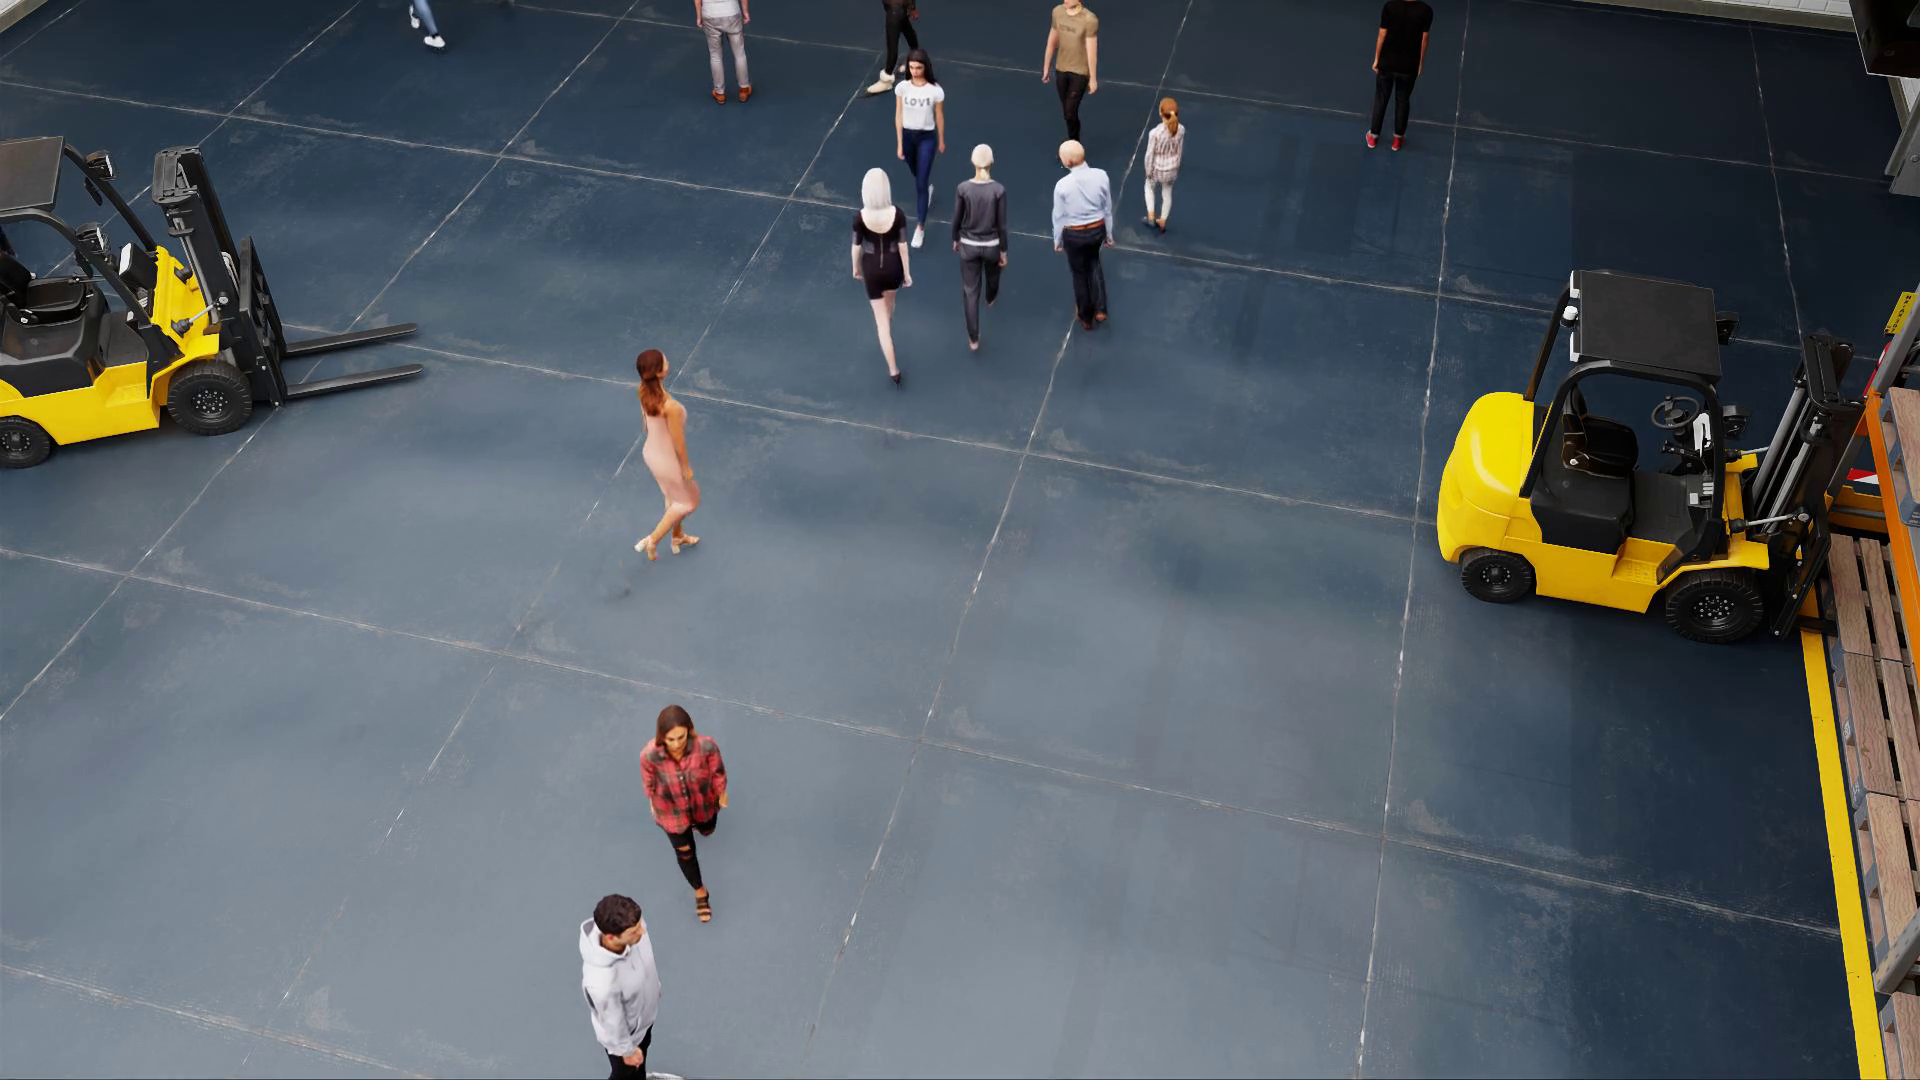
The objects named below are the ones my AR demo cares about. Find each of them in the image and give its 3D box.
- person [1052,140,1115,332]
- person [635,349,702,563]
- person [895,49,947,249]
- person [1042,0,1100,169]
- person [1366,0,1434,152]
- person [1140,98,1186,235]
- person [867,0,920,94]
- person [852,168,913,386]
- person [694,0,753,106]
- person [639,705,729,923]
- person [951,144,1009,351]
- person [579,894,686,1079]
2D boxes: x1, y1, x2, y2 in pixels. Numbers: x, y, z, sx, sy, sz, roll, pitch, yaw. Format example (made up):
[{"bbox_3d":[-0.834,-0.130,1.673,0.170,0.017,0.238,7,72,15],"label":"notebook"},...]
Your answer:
[{"bbox_3d":[1.019,-2.408,13.540,0.827,1.760,0.863,-7,44,-7],"label":"person"},{"bbox_3d":[-2.099,-0.519,11.513,0.896,1.821,0.813,-30,51,-28],"label":"person"},{"bbox_3d":[-0.360,-3.576,14.789,0.575,1.728,1.140,9,44,9],"label":"person"},{"bbox_3d":[1.118,-4.420,15.595,0.816,1.838,0.837,31,52,29],"label":"person"},{"bbox_3d":[4.166,-4.541,15.781,0.611,1.756,0.526,11,45,12],"label":"person"},{"bbox_3d":[1.844,-3.300,14.809,0.611,1.300,0.639,-9,44,-9],"label":"person"},{"bbox_3d":[-0.789,-5.346,16.704,0.994,1.649,0.999,-28,50,-26],"label":"person"},{"bbox_3d":[-0.596,-2.024,13.120,0.955,1.783,1.240,-8,44,-8],"label":"person"},{"bbox_3d":[-2.346,-5.184,16.401,0.772,1.832,0.719,-6,44,-6],"label":"person"},{"bbox_3d":[-1.572,1.437,9.565,0.920,1.675,1.111,-8,44,-8],"label":"person"},{"bbox_3d":[0.171,-2.339,13.534,0.784,1.668,1.167,5,44,5],"label":"person"},{"bbox_3d":[-1.696,2.392,8.386,0.732,1.919,0.532,8,44,8],"label":"person"}]
